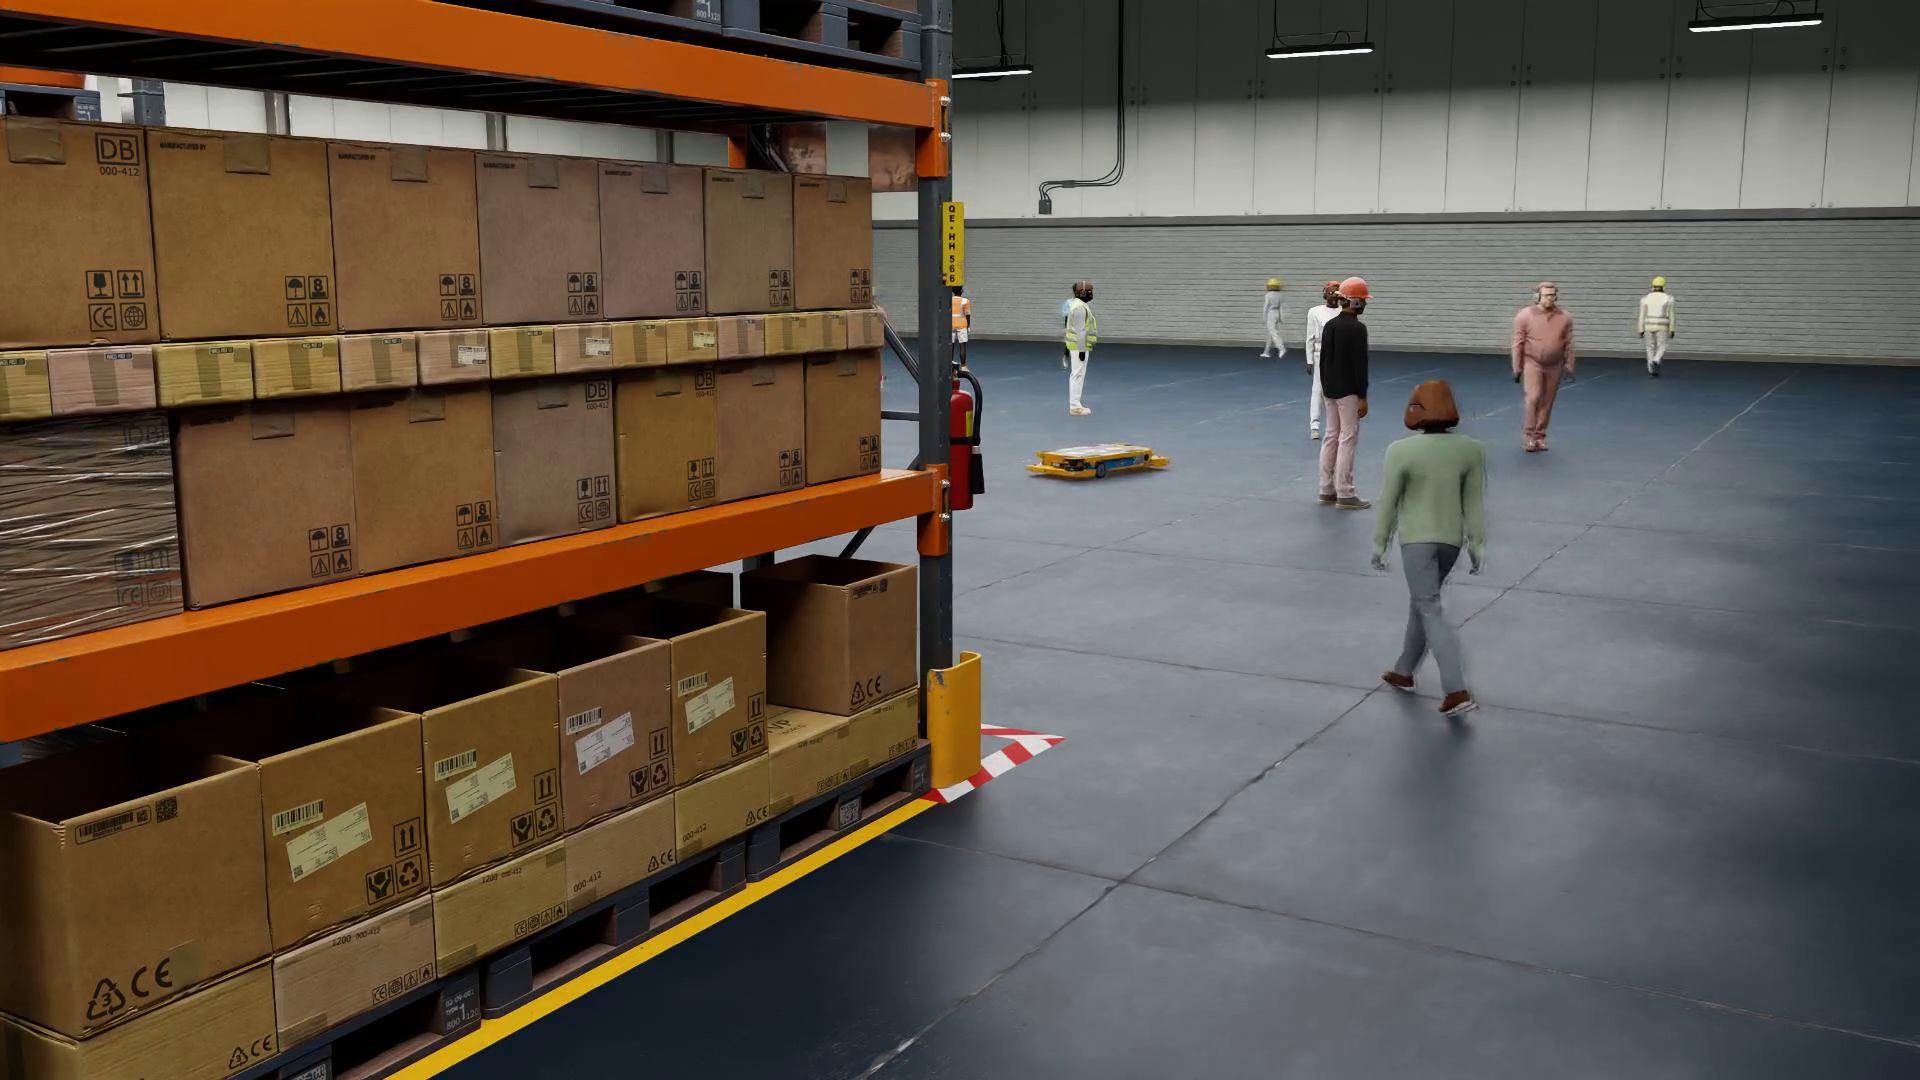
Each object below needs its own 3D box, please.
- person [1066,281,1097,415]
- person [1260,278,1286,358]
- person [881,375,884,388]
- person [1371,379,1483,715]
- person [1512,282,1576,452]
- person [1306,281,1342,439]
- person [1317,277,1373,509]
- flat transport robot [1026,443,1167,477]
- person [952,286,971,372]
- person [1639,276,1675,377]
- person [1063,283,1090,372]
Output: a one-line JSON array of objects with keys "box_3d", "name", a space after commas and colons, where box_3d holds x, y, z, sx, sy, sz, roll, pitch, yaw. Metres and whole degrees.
[{"box_3d": [1.673, -2.636, 22.894, 0.430, 1.836, 0.627, 0, 10, 1], "name": "person"}, {"box_3d": [6.754, -4.765, 35.702, 0.494, 1.717, 0.805, -7, 12, -34], "name": "person"}, {"box_3d": [-1.492, -3.091, 25.823, 0.522, 1.746, 0.595, 8, 12, 38], "name": "person"}, {"box_3d": [2.284, 0.023, 8.034, 0.507, 1.593, 0.852, -3, 10, -15], "name": "person"}, {"box_3d": [6.526, -1.908, 18.485, 0.648, 1.885, 0.727, 0, 10, -2], "name": "person"}, {"box_3d": [4.406, -2.136, 19.809, 0.575, 1.883, 0.355, 0, 10, -2], "name": "person"}, {"box_3d": [3.355, -1.271, 14.416, 0.396, 1.992, 0.623, -3, 10, -19], "name": "person"}, {"box_3d": [1.388, -0.812, 16.769, 0.652, 0.197, 1.431, 10, 14, 44], "name": "flat transport robot"}, {"box_3d": [-0.054, -3.953, 30.985, 0.540, 1.695, 0.317, 3, 10, 16], "name": "person"}, {"box_3d": [12.459, -3.804, 29.745, 0.611, 1.821, 0.490, 8, 13, 40], "name": "person"}, {"box_3d": [2.198, -4.014, 31.399, 0.537, 1.685, 0.567, -4, 10, -21], "name": "person"}]
